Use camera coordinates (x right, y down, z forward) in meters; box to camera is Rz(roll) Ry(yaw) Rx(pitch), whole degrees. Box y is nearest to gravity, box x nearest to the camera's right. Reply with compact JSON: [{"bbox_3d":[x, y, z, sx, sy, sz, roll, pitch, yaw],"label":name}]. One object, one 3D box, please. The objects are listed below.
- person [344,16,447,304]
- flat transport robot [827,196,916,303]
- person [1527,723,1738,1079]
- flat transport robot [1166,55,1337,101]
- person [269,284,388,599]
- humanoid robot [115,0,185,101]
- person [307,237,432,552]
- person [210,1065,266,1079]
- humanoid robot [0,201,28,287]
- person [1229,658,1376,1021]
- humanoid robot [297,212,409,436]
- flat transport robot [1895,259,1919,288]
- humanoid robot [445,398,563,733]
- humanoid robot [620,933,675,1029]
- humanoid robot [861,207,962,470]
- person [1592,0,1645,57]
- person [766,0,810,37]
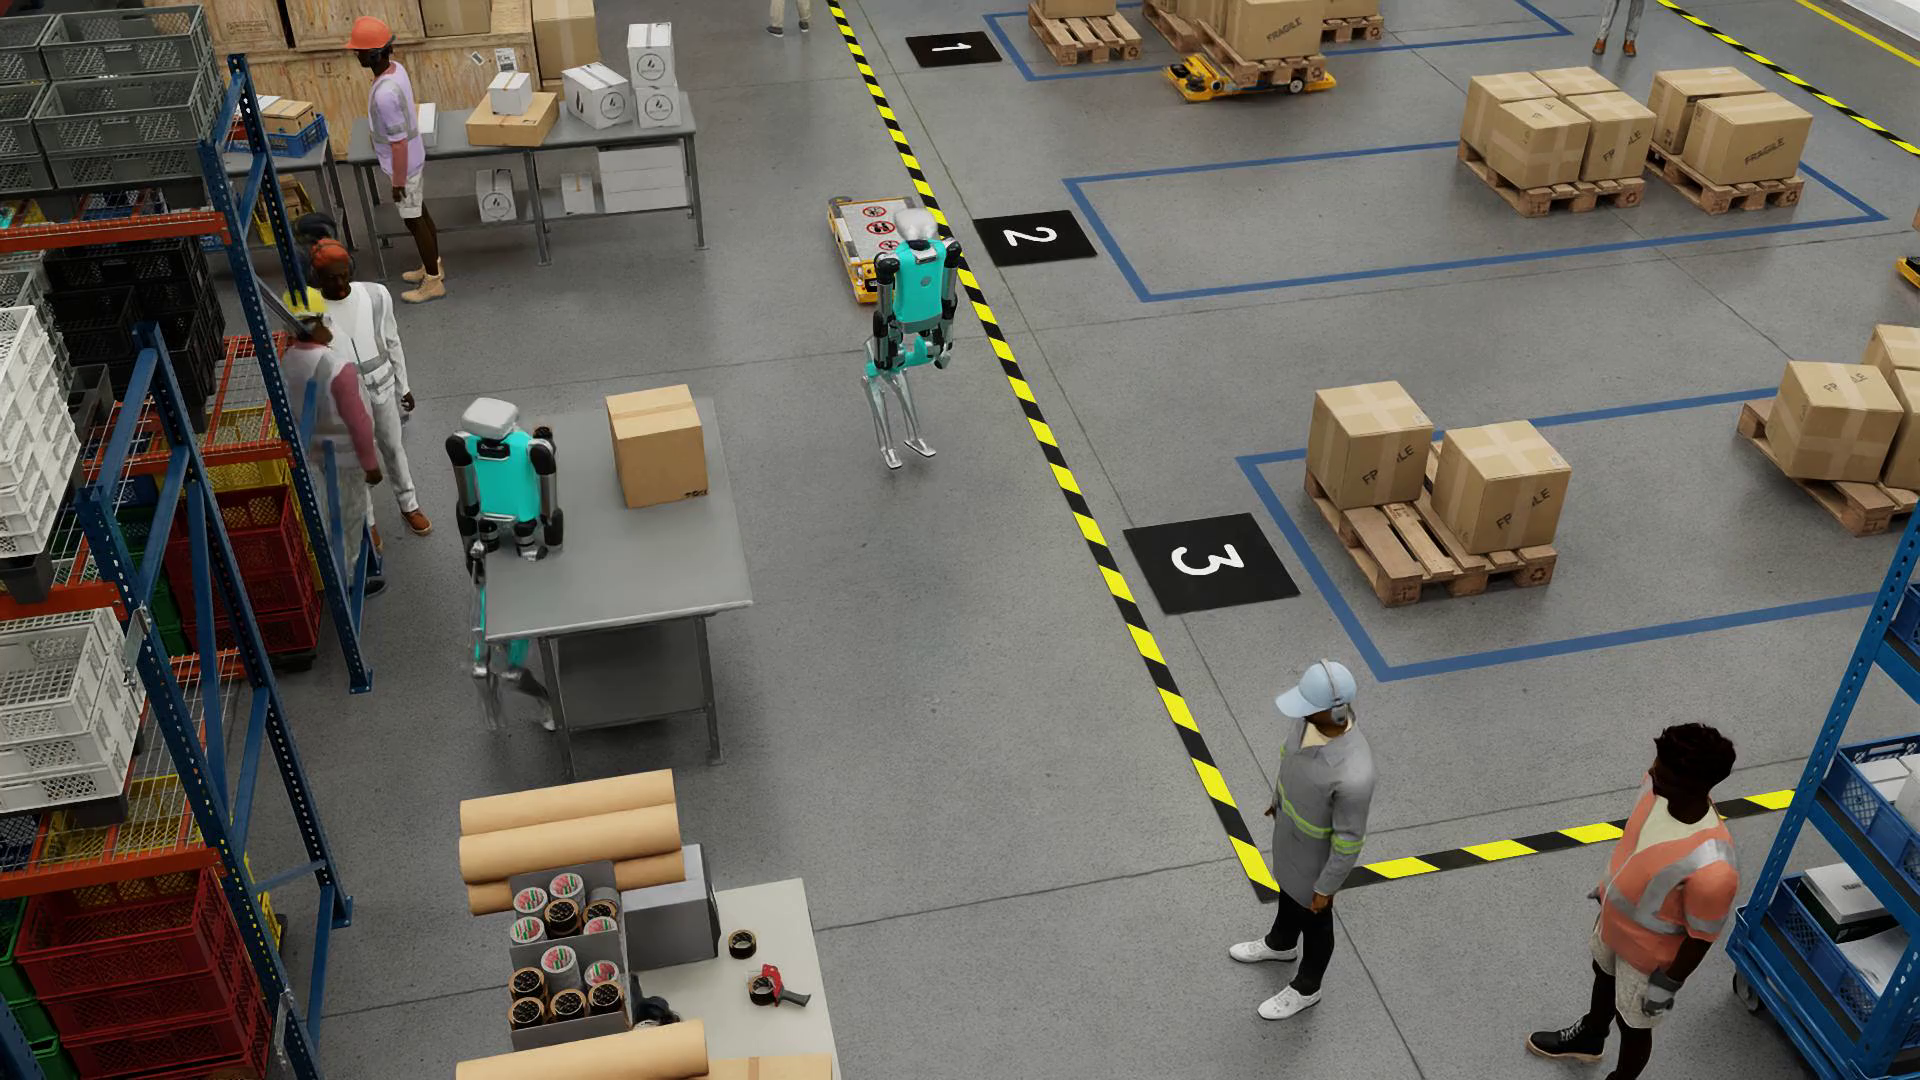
[{"bbox_3d":[-3.924,-2.638,11.614,0.371,2.042,0.613,-7,37,-9],"label":"person"},{"bbox_3d":[-0.570,-2.220,12.538,0.659,0.231,1.431,-8,37,-10],"label":"flat transport robot"},{"bbox_3d":[2.537,1.439,6.199,0.361,1.963,0.613,-1,37,-2],"label":"person"},{"bbox_3d":[2.687,-4.321,15.338,1.431,0.197,0.652,-8,37,-10],"label":"flat transport robot"},{"bbox_3d":[-3.378,-0.495,8.953,0.630,1.786,0.498,25,43,29],"label":"person"},{"bbox_3d":[-6.265,-3.404,12.970,0.730,1.632,0.604,-2,37,-3],"label":"humanoid robot"},{"bbox_3d":[-3.342,-0.804,9.282,0.574,1.883,0.356,-23,42,-28],"label":"person"},{"bbox_3d":[-2.047,2.263,5.196,0.636,1.842,0.429,-18,40,-22],"label":"person"},{"bbox_3d":[-5.502,-1.452,10.221,0.692,1.733,0.543,-16,40,-20],"label":"humanoid robot"},{"bbox_3d":[1.365,1.187,6.635,0.395,1.848,0.586,-7,37,-10],"label":"person"},{"bbox_3d":[-3.682,-1.213,10.021,0.604,1.629,0.727,29,45,33],"label":"humanoid robot"},{"bbox_3d":[7.719,-1.961,12.166,1.431,0.197,0.652,-4,37,-6],"label":"flat transport robot"},{"bbox_3d":[-2.206,0.238,8.002,0.535,1.774,0.781,6,37,9],"label":"humanoid robot"},{"bbox_3d":[-1.233,1.949,5.769,0.588,1.640,0.561,9,38,11],"label":"humanoid robot"},{"bbox_3d":[-0.361,-1.247,9.891,0.533,1.672,0.735,-19,41,-23],"label":"humanoid robot"},{"bbox_3d":[6.368,-5.480,15.573,0.585,1.877,0.392,10,38,13],"label":"person"},{"bbox_3d":[-1.696,-5.761,16.038,0.572,1.769,0.397,-17,40,-21],"label":"person"}]
